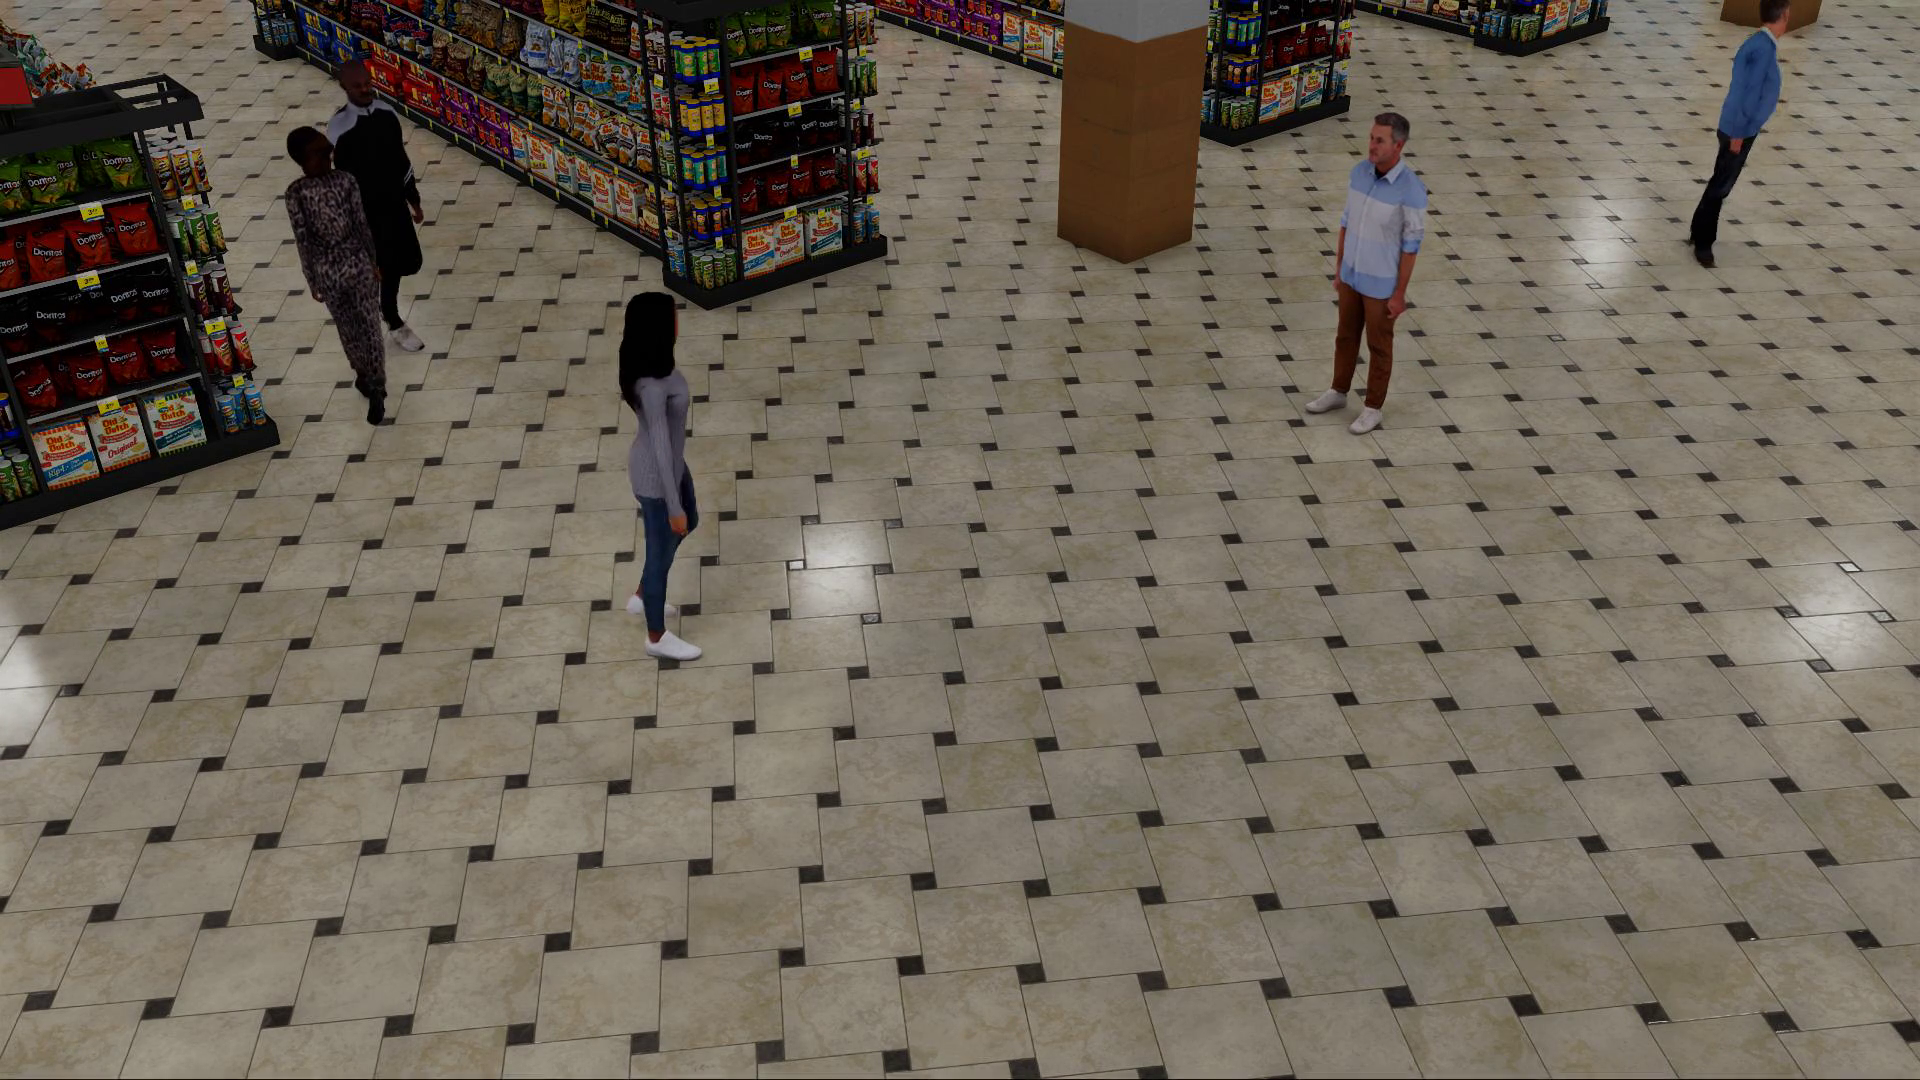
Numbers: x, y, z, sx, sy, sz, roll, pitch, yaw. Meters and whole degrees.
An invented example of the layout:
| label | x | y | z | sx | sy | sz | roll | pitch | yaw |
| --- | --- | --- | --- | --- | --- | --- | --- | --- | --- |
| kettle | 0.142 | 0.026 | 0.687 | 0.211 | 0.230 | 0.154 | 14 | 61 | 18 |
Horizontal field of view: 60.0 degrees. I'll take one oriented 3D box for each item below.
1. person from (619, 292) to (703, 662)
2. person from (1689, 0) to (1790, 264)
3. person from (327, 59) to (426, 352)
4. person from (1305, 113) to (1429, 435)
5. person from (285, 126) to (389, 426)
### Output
| label | x | y | z | sx | sy | sz | roll | pitch | yaw |
| --- | --- | --- | --- | --- | --- | --- | --- | --- | --- |
| person | -1.418 | -0.274 | 7.432 | 0.925 | 1.719 | 0.793 | 0 | 32 | 0 |
| person | 5.353 | -2.825 | 11.483 | 0.810 | 1.771 | 0.881 | 21 | 37 | 29 |
| person | -3.635 | -2.081 | 10.250 | 0.966 | 1.809 | 0.832 | 19 | 37 | 28 |
| person | 2.312 | -1.498 | 9.297 | 0.750 | 1.827 | 0.527 | -21 | 38 | -30 |
| person | -3.450 | -1.452 | 9.359 | 0.748 | 1.684 | 1.131 | -15 | 35 | -22 |
